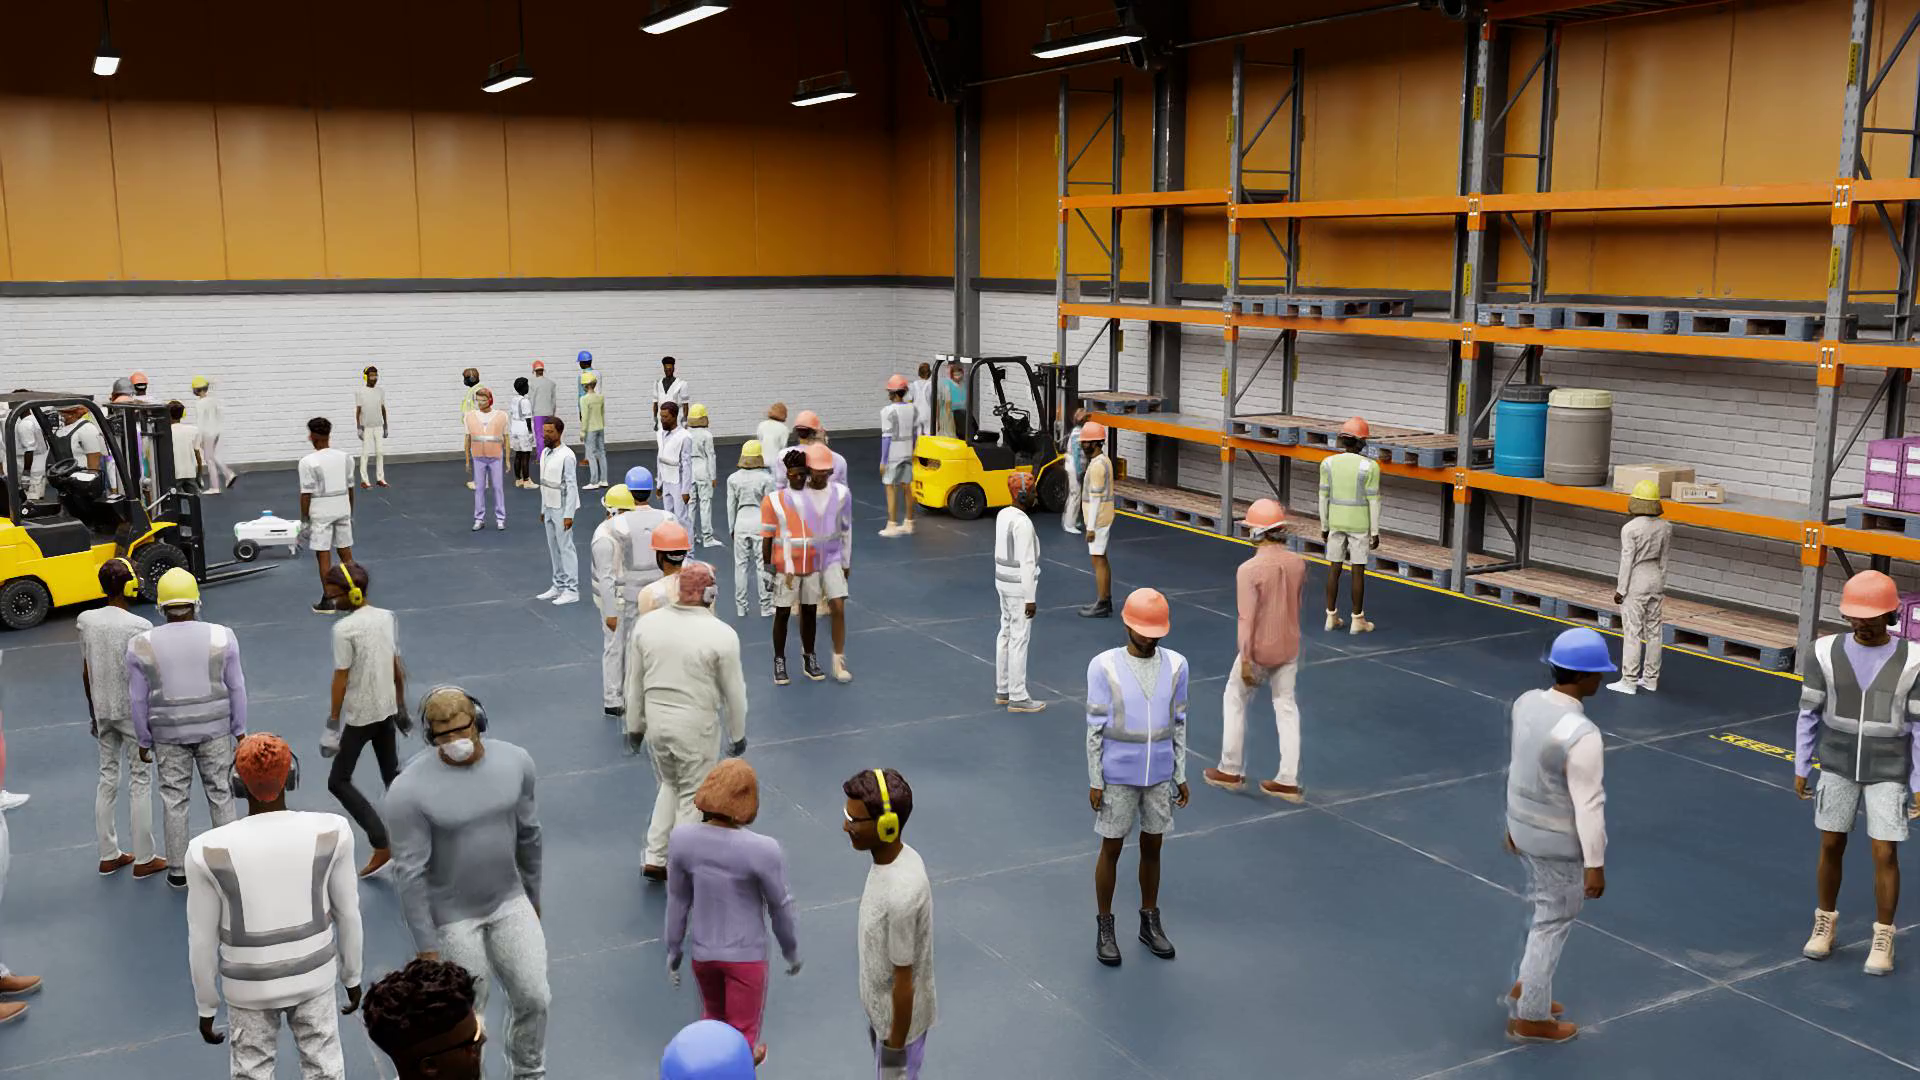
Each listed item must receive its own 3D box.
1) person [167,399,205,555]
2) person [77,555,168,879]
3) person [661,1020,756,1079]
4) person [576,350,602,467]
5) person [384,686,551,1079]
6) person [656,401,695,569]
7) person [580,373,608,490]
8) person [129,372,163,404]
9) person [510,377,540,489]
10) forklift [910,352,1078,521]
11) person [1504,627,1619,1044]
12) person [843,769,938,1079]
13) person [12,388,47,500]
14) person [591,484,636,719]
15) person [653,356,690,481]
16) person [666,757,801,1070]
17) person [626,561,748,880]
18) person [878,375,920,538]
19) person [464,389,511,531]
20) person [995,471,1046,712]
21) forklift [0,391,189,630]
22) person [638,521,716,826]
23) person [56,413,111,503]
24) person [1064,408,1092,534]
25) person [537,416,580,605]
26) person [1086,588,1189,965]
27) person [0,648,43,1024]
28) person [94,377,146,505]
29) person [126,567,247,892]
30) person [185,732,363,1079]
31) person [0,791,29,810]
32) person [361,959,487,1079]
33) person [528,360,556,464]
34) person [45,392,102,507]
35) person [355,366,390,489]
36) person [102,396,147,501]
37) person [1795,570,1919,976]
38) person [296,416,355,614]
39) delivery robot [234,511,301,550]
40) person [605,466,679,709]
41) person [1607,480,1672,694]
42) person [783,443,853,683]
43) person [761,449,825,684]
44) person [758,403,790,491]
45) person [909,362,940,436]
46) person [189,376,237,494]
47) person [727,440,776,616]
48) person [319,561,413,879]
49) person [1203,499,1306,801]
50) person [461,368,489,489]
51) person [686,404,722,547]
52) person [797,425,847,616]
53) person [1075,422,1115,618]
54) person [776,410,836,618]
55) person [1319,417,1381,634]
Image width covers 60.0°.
[{"bbox_3d":[-9.120,-0.709,19.447,0.515,1.868,0.333,-9,13,-41],"label":"person"},{"bbox_3d":[-4.796,1.017,9.545,0.505,1.862,0.322,2,10,13],"label":"person"},{"bbox_3d":[-0.540,2.017,3.634,0.668,1.911,0.583,3,10,14],"label":"person"},{"bbox_3d":[-6.195,-2.194,27.796,0.416,1.939,0.604,4,10,20],"label":"person"},{"bbox_3d":[-1.861,1.510,6.547,0.646,1.922,0.605,-9,13,-42],"label":"person"},{"bbox_3d":[-3.213,-0.625,18.846,0.390,1.912,0.591,-8,13,-40],"label":"person"},{"bbox_3d":[-5.562,-1.643,25.115,0.331,1.767,0.529,5,11,27],"label":"person"},{"bbox_3d":[-11.206,-1.334,22.862,0.371,1.931,0.543,9,13,42],"label":"person"},{"bbox_3d":[-6.601,-1.615,25.152,0.318,1.696,0.535,-8,13,-40],"label":"person"},{"bbox_3d":[0.460,-1.461,22.833,2.313,2.155,1.214,-5,11,-28],"label":"forklift"},{"bbox_3d":[2.715,1.336,7.486,0.484,1.927,0.651,-1,10,-8],"label":"person"},{"bbox_3d":[-0.240,1.681,5.715,0.323,1.861,0.515,-1,10,-7],"label":"person"},{"bbox_3d":[-11.100,-0.830,19.852,0.361,1.965,0.613,-3,10,-18],"label":"person"},{"bbox_3d":[-2.618,0.468,12.812,0.403,1.821,0.602,1,10,5],"label":"person"},{"bbox_3d":[-4.518,-1.885,25.925,0.613,1.965,0.361,3,10,17],"label":"person"},{"bbox_3d":[-0.885,1.640,6.723,0.519,1.591,0.720,4,11,24],"label":"person"},{"bbox_3d":[-1.507,1.055,9.266,0.674,1.881,0.477,5,11,26],"label":"person"},{"bbox_3d":[-0.793,-1.045,20.939,0.394,2.034,0.633,10,14,44],"label":"person"},{"bbox_3d":[-6.070,-1.034,21.394,0.570,1.837,0.383,-1,10,-7],"label":"person"},{"bbox_3d":[0.455,0.400,13.012,0.339,1.882,0.584,-3,10,-19],"label":"person"},{"bbox_3d":[-9.026,-0.363,16.508,1.214,2.155,2.313,6,11,29],"label":"forklift"},{"bbox_3d":[-1.769,0.842,10.313,0.374,1.935,0.552,9,14,43],"label":"person"},{"bbox_3d":[-9.986,-0.606,18.949,0.599,1.830,0.403,-3,10,-17],"label":"person"},{"bbox_3d":[1.497,-0.882,21.172,0.407,1.610,0.595,2,10,12],"label":"person"},{"bbox_3d":[-4.103,-0.312,16.999,0.380,1.921,0.596,-8,13,-40],"label":"person"},{"bbox_3d":[0.907,1.181,8.392,0.543,1.928,0.372,-3,10,-15],"label":"person"},{"bbox_3d":[-4.579,1.294,7.738,0.384,1.932,0.636,-5,11,-28],"label":"person"},{"bbox_3d":[-10.296,-1.006,20.652,0.538,2.000,0.684,6,11,29],"label":"person"},{"bbox_3d":[-4.324,1.059,9.355,0.590,1.837,0.404,-4,11,-24],"label":"person"},{"bbox_3d":[-2.461,1.618,6.030,0.581,1.879,0.344,-5,11,-27],"label":"person"},{"bbox_3d":[-6.571,0.839,10.538,0.994,1.872,0.609,-4,10,-20],"label":"person"},{"bbox_3d":[-1.233,1.933,3.946,0.365,1.966,0.608,-4,10,-20],"label":"person"},{"bbox_3d":[-7.089,-2.160,28.134,0.340,1.746,0.567,8,13,40],"label":"person"},{"bbox_3d":[-9.985,-0.670,18.719,0.673,2.000,0.535,7,12,34],"label":"person"},{"bbox_3d":[-8.917,-1.709,25.236,0.322,1.860,0.519,9,13,41],"label":"person"},{"bbox_3d":[-9.554,-0.688,19.121,0.375,1.939,0.546,3,10,17],"label":"person"},{"bbox_3d":[4.497,1.146,8.313,0.612,2.029,0.409,8,12,37],"label":"person"},{"bbox_3d":[-6.296,-0.252,16.542,0.367,1.961,0.643,6,12,33],"label":"person"},{"bbox_3d":[-8.082,-0.099,19.438,0.707,0.478,0.477,-3,10,-17],"label":"delivery robot"},{"bbox_3d":[-2.434,0.405,12.797,0.614,1.947,0.388,-6,11,-31],"label":"person"},{"bbox_3d":[5.532,0.380,13.534,0.489,1.744,0.295,-4,11,-23],"label":"person"},{"bbox_3d":[-1.158,0.202,13.778,0.622,2.008,0.873,-3,10,-16],"label":"person"},{"bbox_3d":[-1.351,0.216,13.835,0.613,1.963,0.361,-5,11,-25],"label":"person"},{"bbox_3d":[-2.500,-0.999,21.856,0.510,1.603,0.552,6,11,30],"label":"person"},{"bbox_3d":[-0.558,-1.873,26.206,0.519,1.844,0.330,3,10,18],"label":"person"},{"bbox_3d":[-11.078,-1.539,24.541,0.467,1.753,0.539,-1,10,-3],"label":"person"},{"bbox_3d":[-2.042,-0.116,16.386,0.488,1.743,0.321,2,10,12],"label":"person"},{"bbox_3d":[-3.394,1.027,9.498,0.351,1.848,0.650,3,10,18],"label":"person"},{"bbox_3d":[1.971,0.704,10.987,0.609,1.968,0.811,-6,12,-32],"label":"person"},{"bbox_3d":[-7.346,-1.698,25.254,0.429,1.830,0.642,-4,11,-24],"label":"person"},{"bbox_3d":[-3.159,-0.786,20.237,0.486,1.746,0.290,5,11,28],"label":"person"},{"bbox_3d":[-1.412,-0.199,16.395,0.651,1.905,0.403,-3,10,-15],"label":"person"},{"bbox_3d":[1.322,-0.199,16.350,0.393,1.929,0.540,2,10,10],"label":"person"},{"bbox_3d":[-1.492,-0.253,16.341,0.621,2.034,0.424,2,10,12],"label":"person"},{"bbox_3d":[3.677,-0.136,15.642,0.612,2.043,0.374,8,13,39],"label":"person"}]
